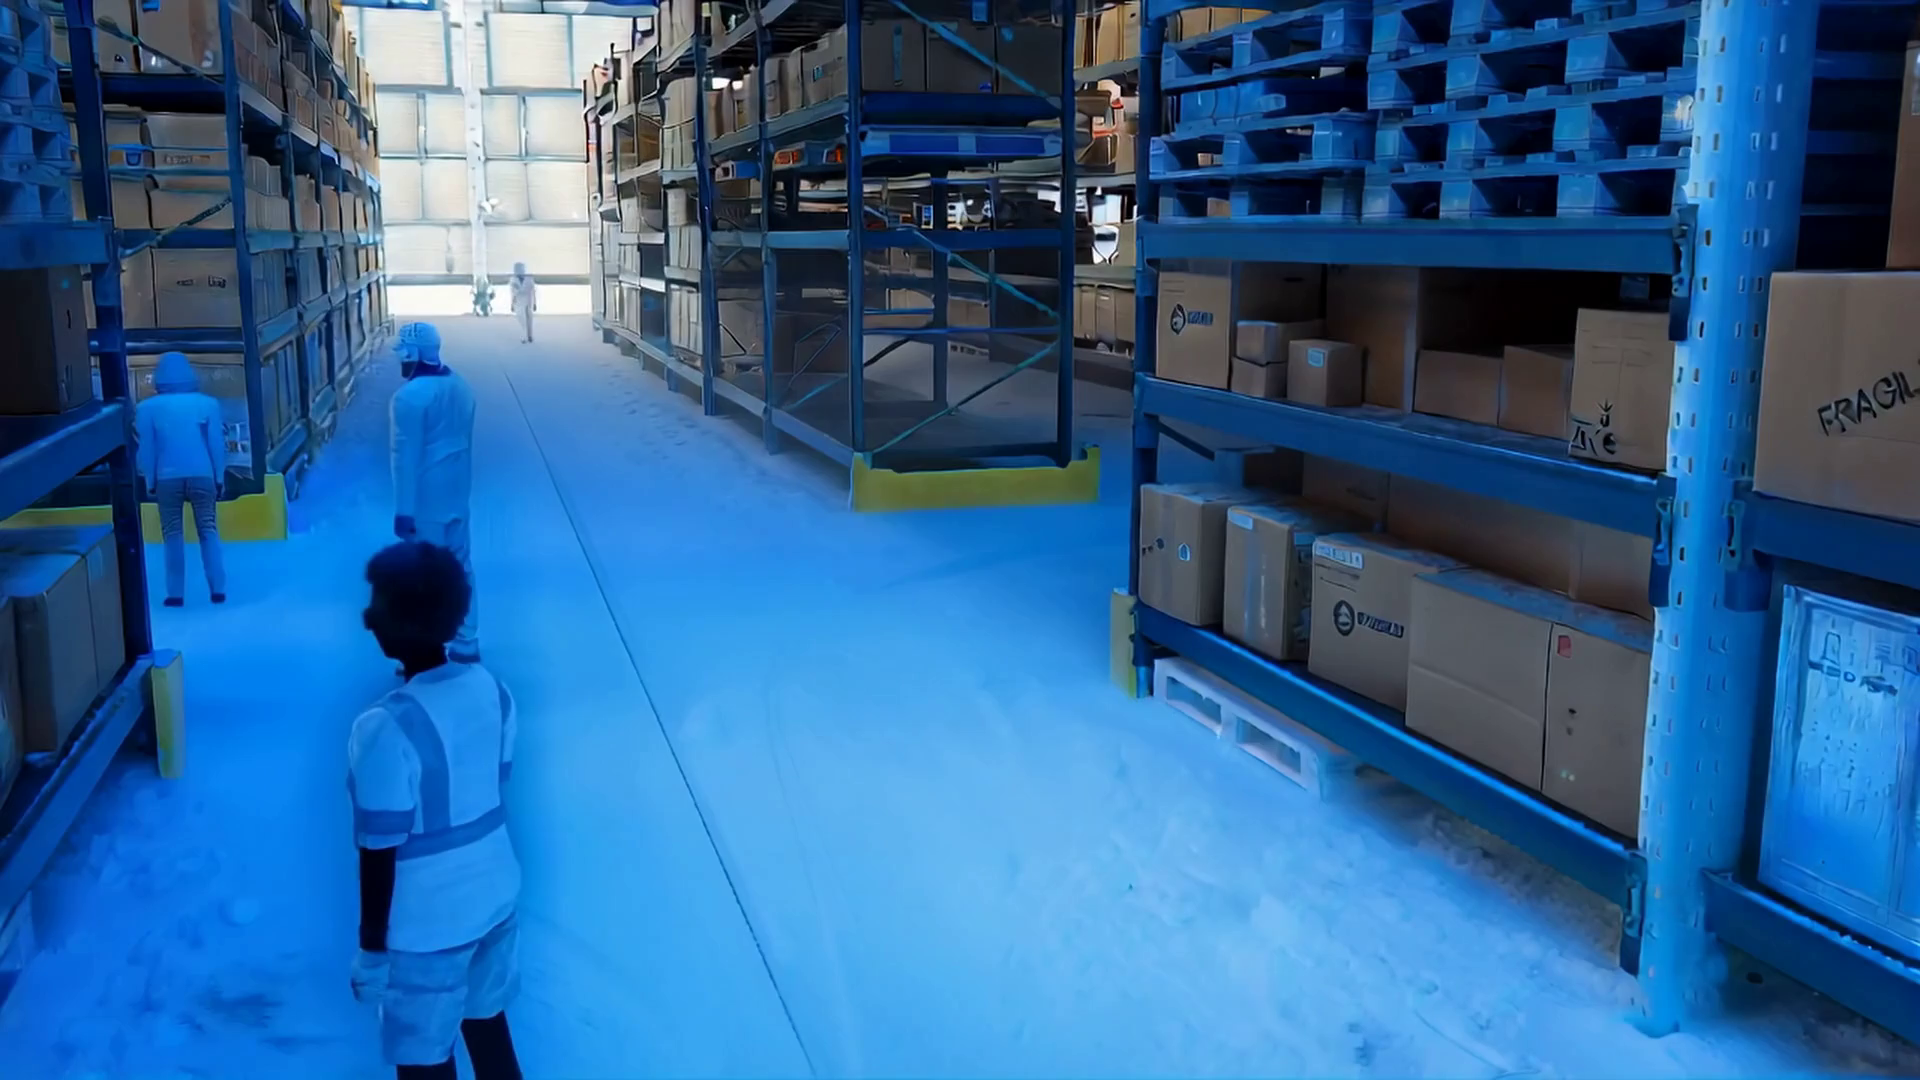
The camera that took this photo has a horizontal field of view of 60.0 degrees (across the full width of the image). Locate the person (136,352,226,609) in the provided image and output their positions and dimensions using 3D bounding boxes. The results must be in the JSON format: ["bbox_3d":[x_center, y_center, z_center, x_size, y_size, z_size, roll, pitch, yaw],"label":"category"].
[{"bbox_3d":[-4.939,-0.377,10.583,0.499,1.629,0.287,-6,12,-31],"label":"person"}]

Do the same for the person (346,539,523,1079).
[{"bbox_3d":[-1.169,0.840,3.744,0.319,1.690,0.535,3,11,14],"label":"person"}]

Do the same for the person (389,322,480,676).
[{"bbox_3d":[-2.861,-0.217,8.964,0.400,1.899,0.649,2,11,13],"label":"person"}]

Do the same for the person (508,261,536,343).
[{"bbox_3d":[-9.672,-5.258,36.823,0.596,1.816,0.418,-5,11,-23],"label":"person"}]
